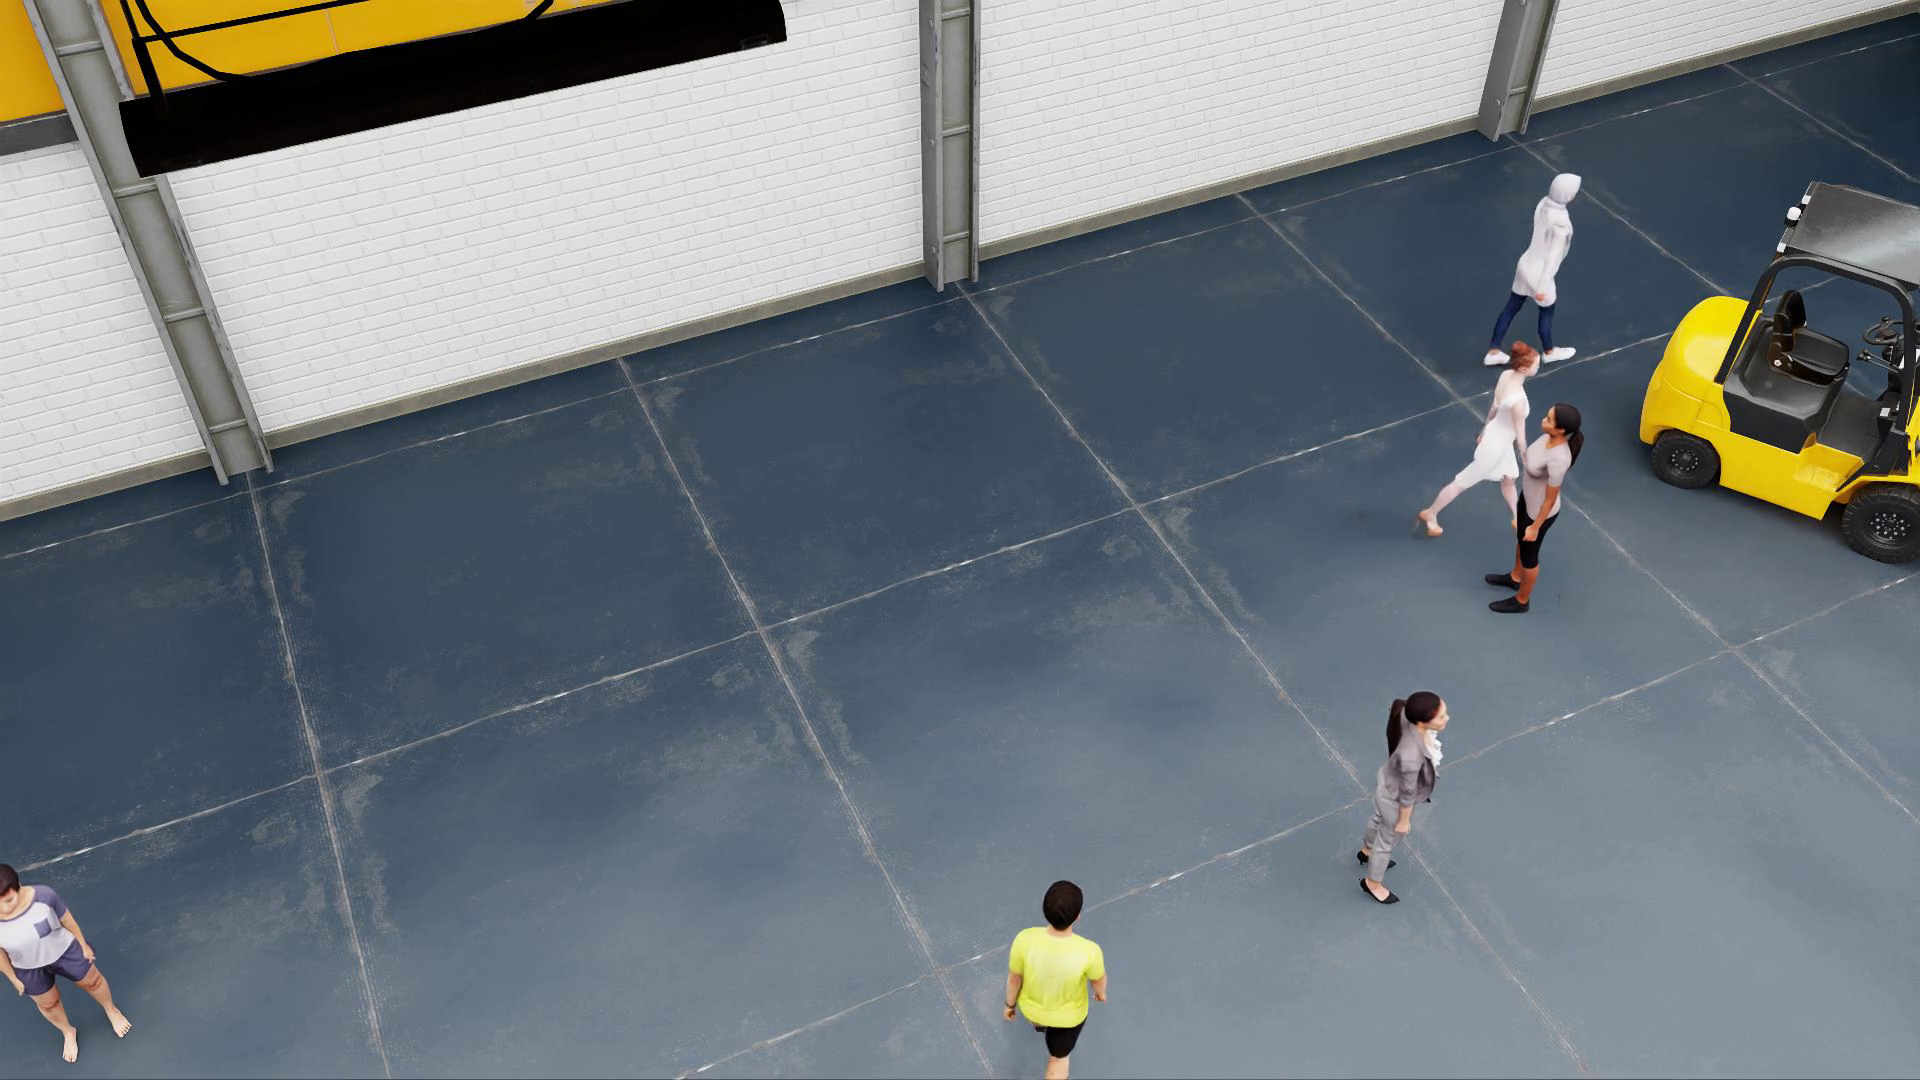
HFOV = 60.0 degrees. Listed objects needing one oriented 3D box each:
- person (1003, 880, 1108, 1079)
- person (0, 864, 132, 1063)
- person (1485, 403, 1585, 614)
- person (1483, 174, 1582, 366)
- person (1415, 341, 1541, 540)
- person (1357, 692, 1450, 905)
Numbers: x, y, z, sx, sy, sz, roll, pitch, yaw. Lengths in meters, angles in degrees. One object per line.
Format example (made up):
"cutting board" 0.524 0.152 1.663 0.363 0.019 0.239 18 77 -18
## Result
"person" 0.463 2.417 8.479 1.073 1.671 1.083 8 44 9
"person" -4.832 2.190 8.793 0.496 1.567 0.648 -24 49 -23
"person" 3.889 -0.218 11.191 0.710 1.746 0.683 7 44 7
"person" 4.476 -2.096 13.157 1.048 1.752 0.820 -6 44 -6
"person" 3.618 -0.630 11.627 1.173 1.741 1.010 9 44 9
"person" 2.498 1.437 9.503 0.760 1.677 0.729 7 44 7
